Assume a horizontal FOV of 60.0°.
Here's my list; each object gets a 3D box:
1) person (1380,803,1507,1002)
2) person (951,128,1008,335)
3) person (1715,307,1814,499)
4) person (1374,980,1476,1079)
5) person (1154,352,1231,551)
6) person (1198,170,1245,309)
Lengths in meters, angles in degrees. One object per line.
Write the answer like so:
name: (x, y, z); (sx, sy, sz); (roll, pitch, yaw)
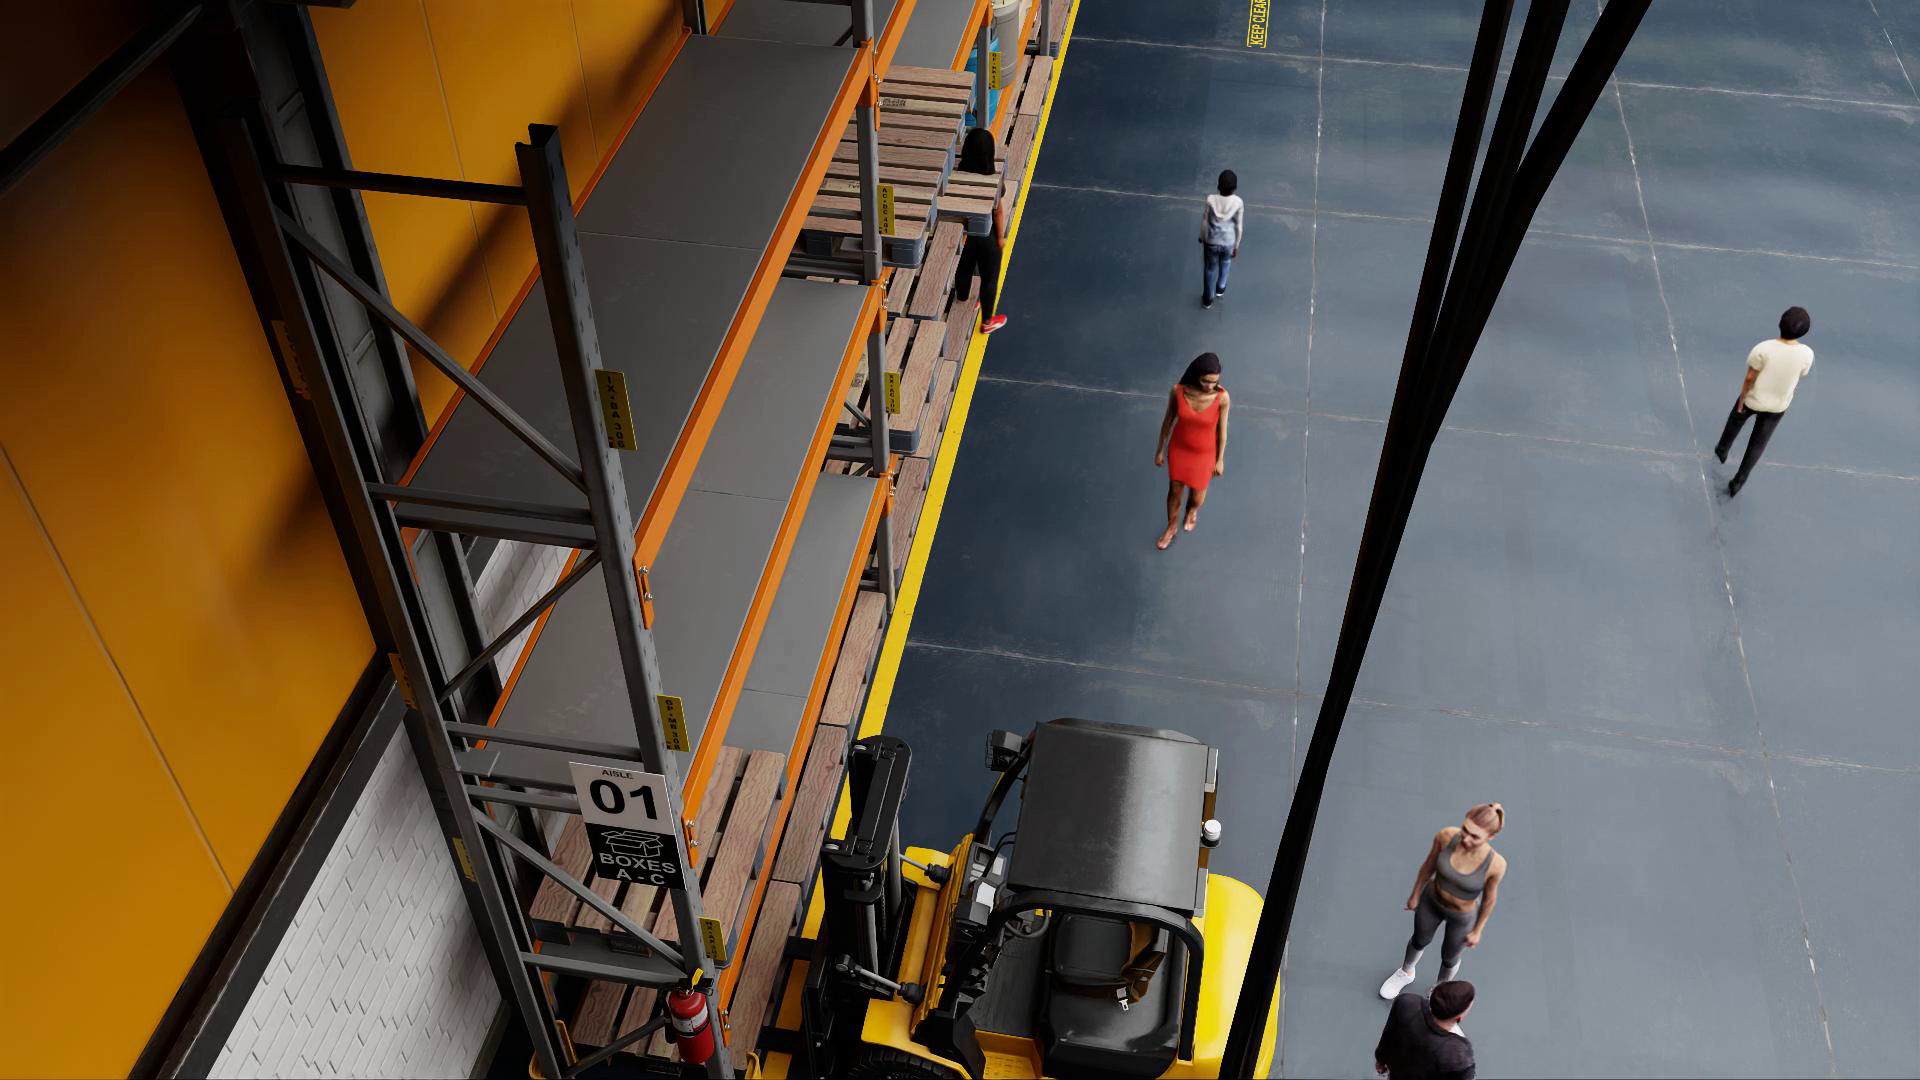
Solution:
person: (2.622, 1.974, 8.904); (0.659, 1.703, 0.679); (29, 51, 27)
person: (0.146, -2.519, 13.540); (0.767, 1.815, 0.784); (30, 51, 28)
person: (5.845, -0.955, 12.079); (0.648, 1.566, 0.849); (12, 45, 13)
person: (2.160, 2.706, 8.062); (1.170, 1.805, 1.164); (-21, 47, -20)
person: (1.658, -0.662, 11.669); (0.698, 1.707, 0.711); (16, 46, 16)
person: (2.171, -2.488, 13.920); (0.519, 1.246, 0.590); (1, 44, 1)
